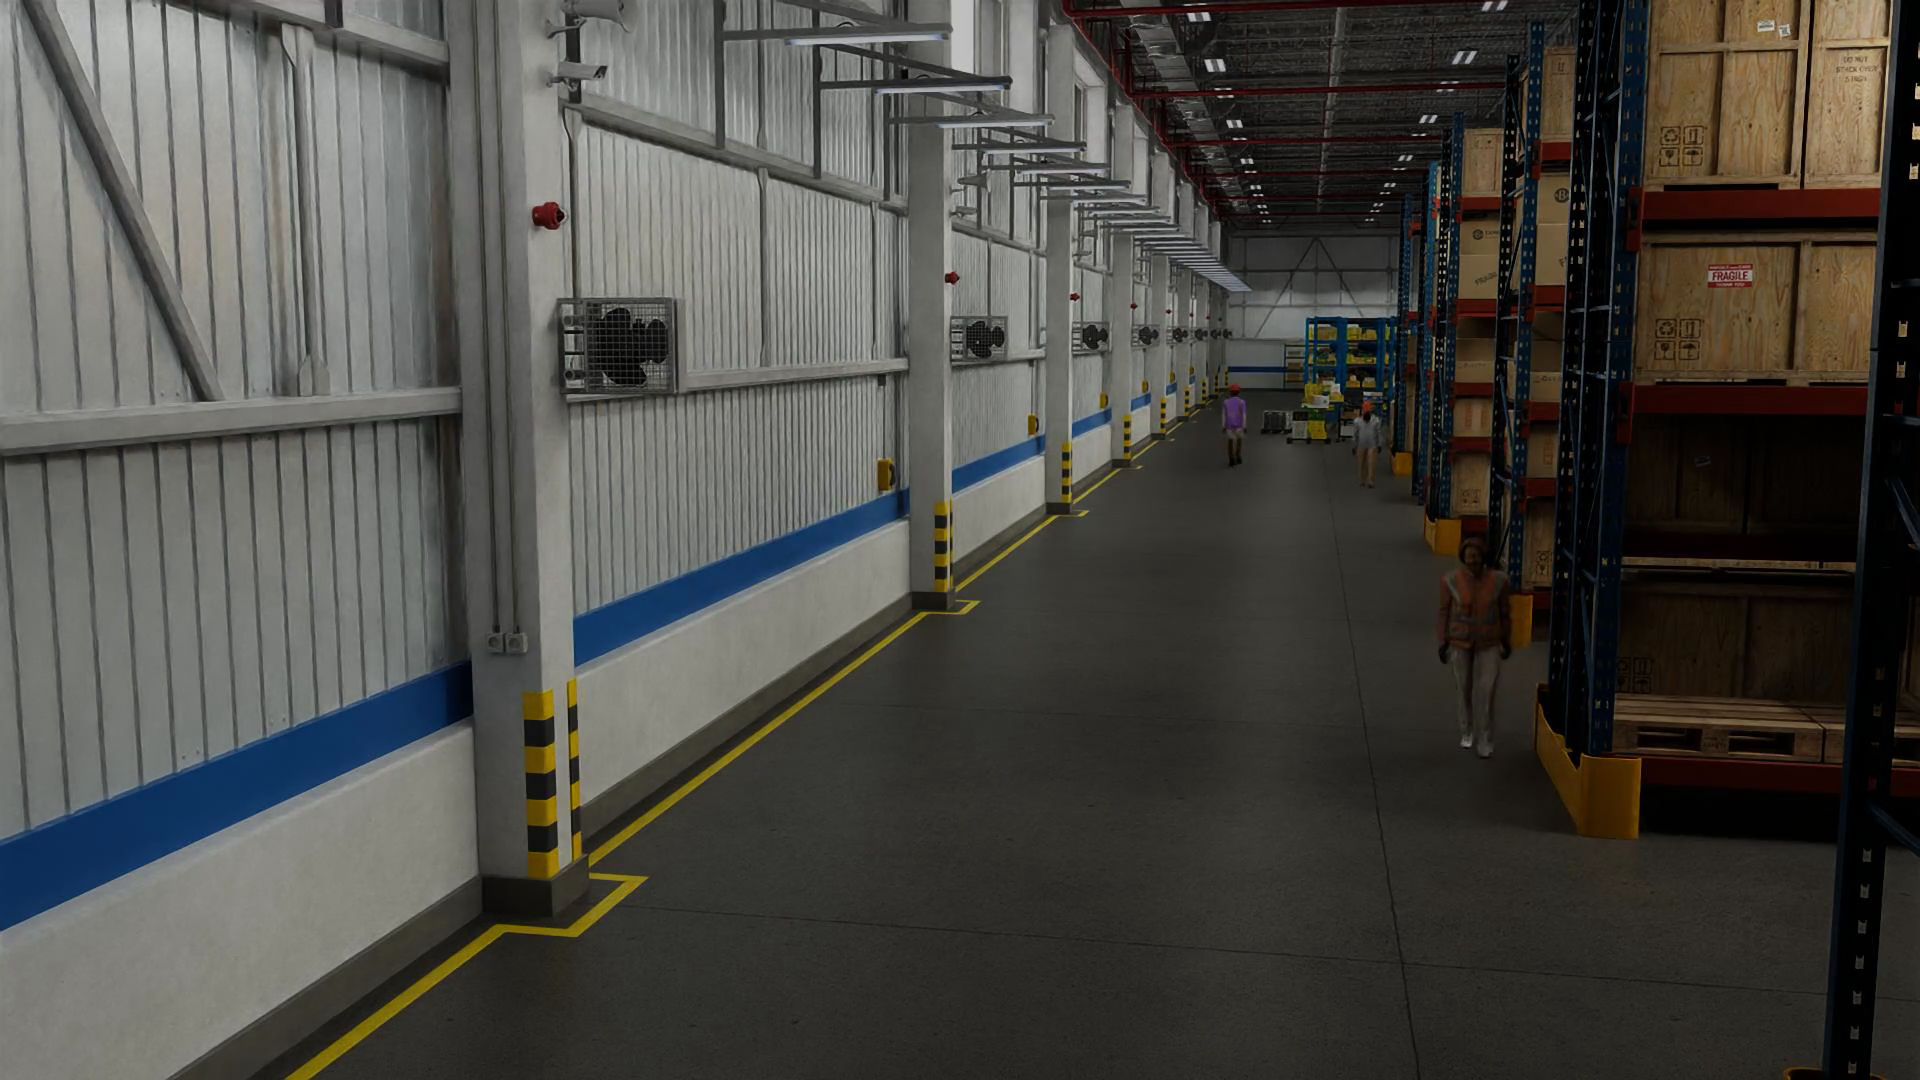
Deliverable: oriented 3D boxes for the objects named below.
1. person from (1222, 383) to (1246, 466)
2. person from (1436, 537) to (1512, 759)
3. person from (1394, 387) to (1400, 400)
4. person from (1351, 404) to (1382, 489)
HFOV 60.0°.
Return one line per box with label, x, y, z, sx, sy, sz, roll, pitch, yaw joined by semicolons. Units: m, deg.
person;6.407;-2.683;38.710;0.578;1.908;0.809;2;8;19
person;3.757;0.781;12.172;0.527;1.598;0.742;2;7;18
person;12.404;-3.599;46.766;0.345;1.735;0.485;-5;9;-37
person;8.090;-1.870;33.125;0.587;1.678;0.868;2;7;15
